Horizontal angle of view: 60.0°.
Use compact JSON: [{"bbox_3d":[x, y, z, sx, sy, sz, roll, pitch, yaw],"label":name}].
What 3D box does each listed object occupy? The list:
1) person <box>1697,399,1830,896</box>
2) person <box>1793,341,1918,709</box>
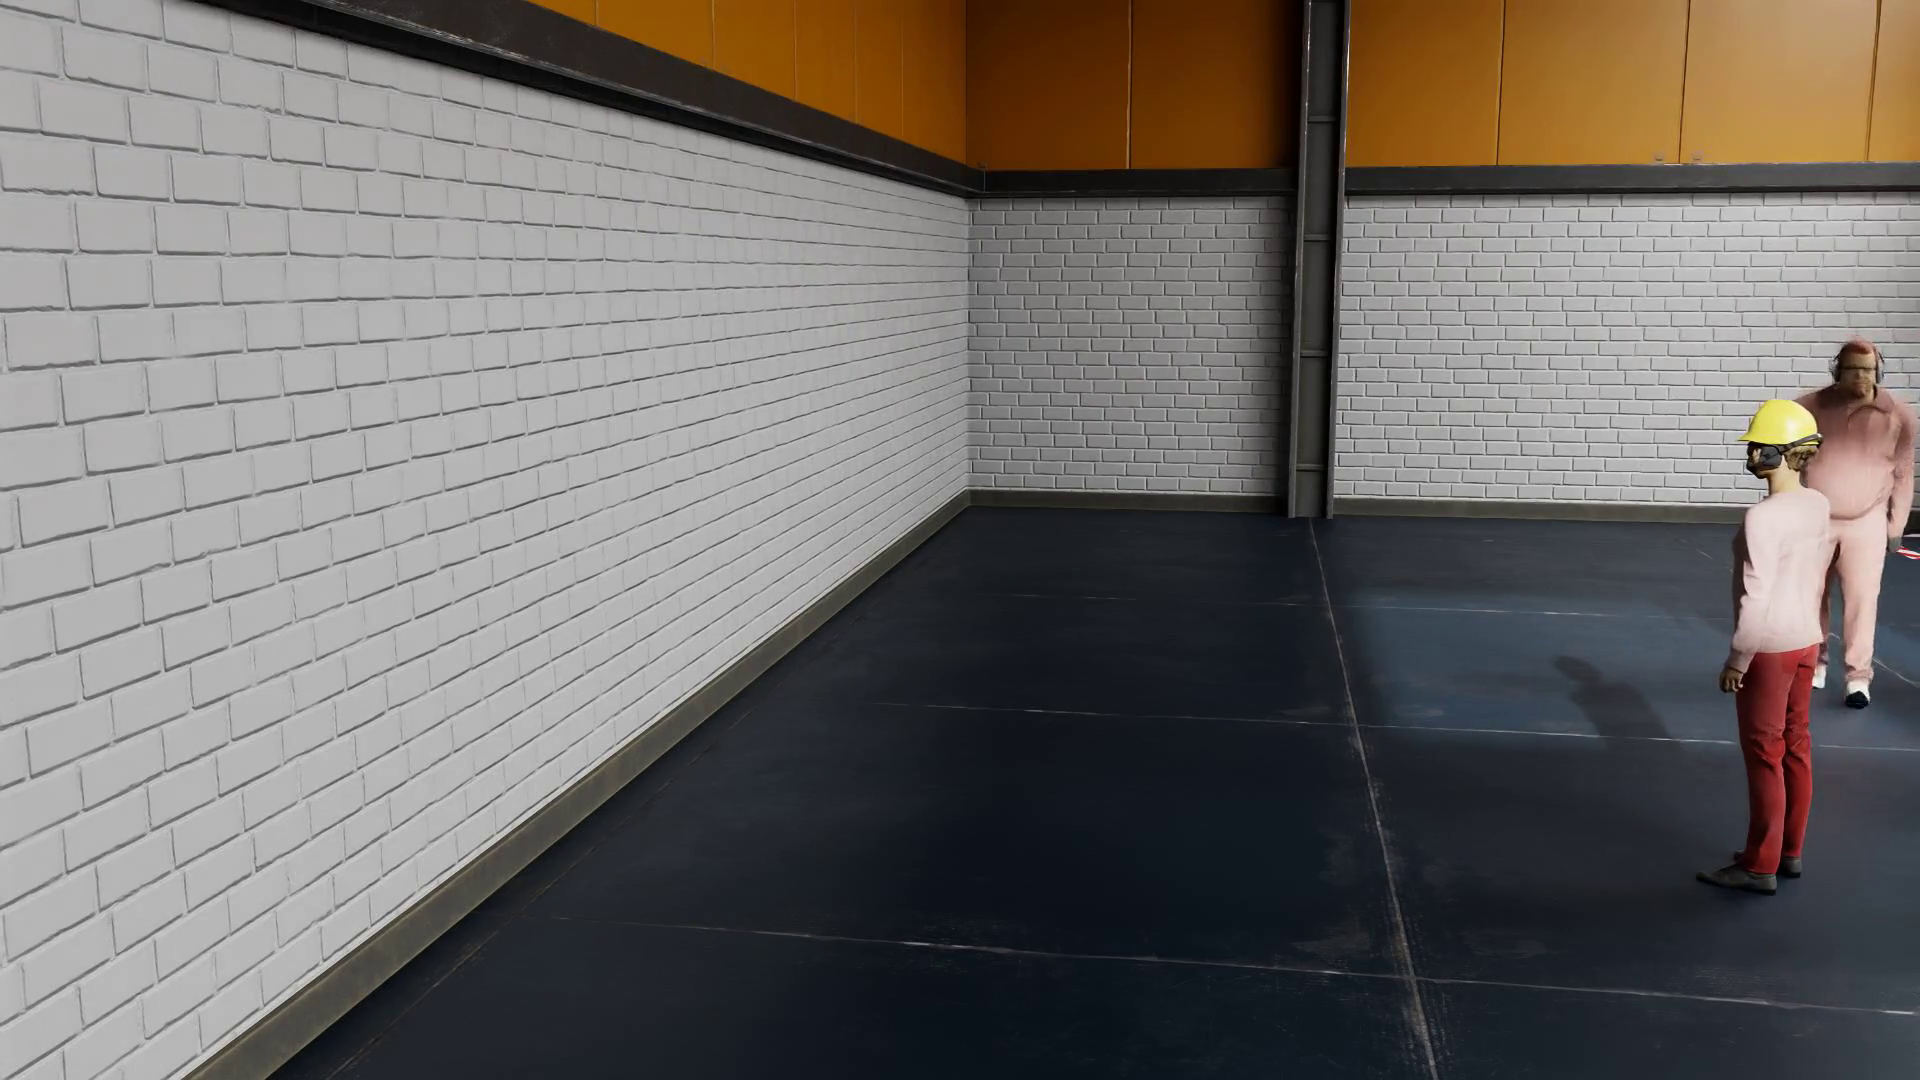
[{"bbox_3d":[2.893,0.383,5.958,0.524,1.770,0.315,-8,12,-40],"label":"person"},{"bbox_3d":[4.518,-0.083,8.554,0.656,1.858,0.968,5,10,28],"label":"person"}]
